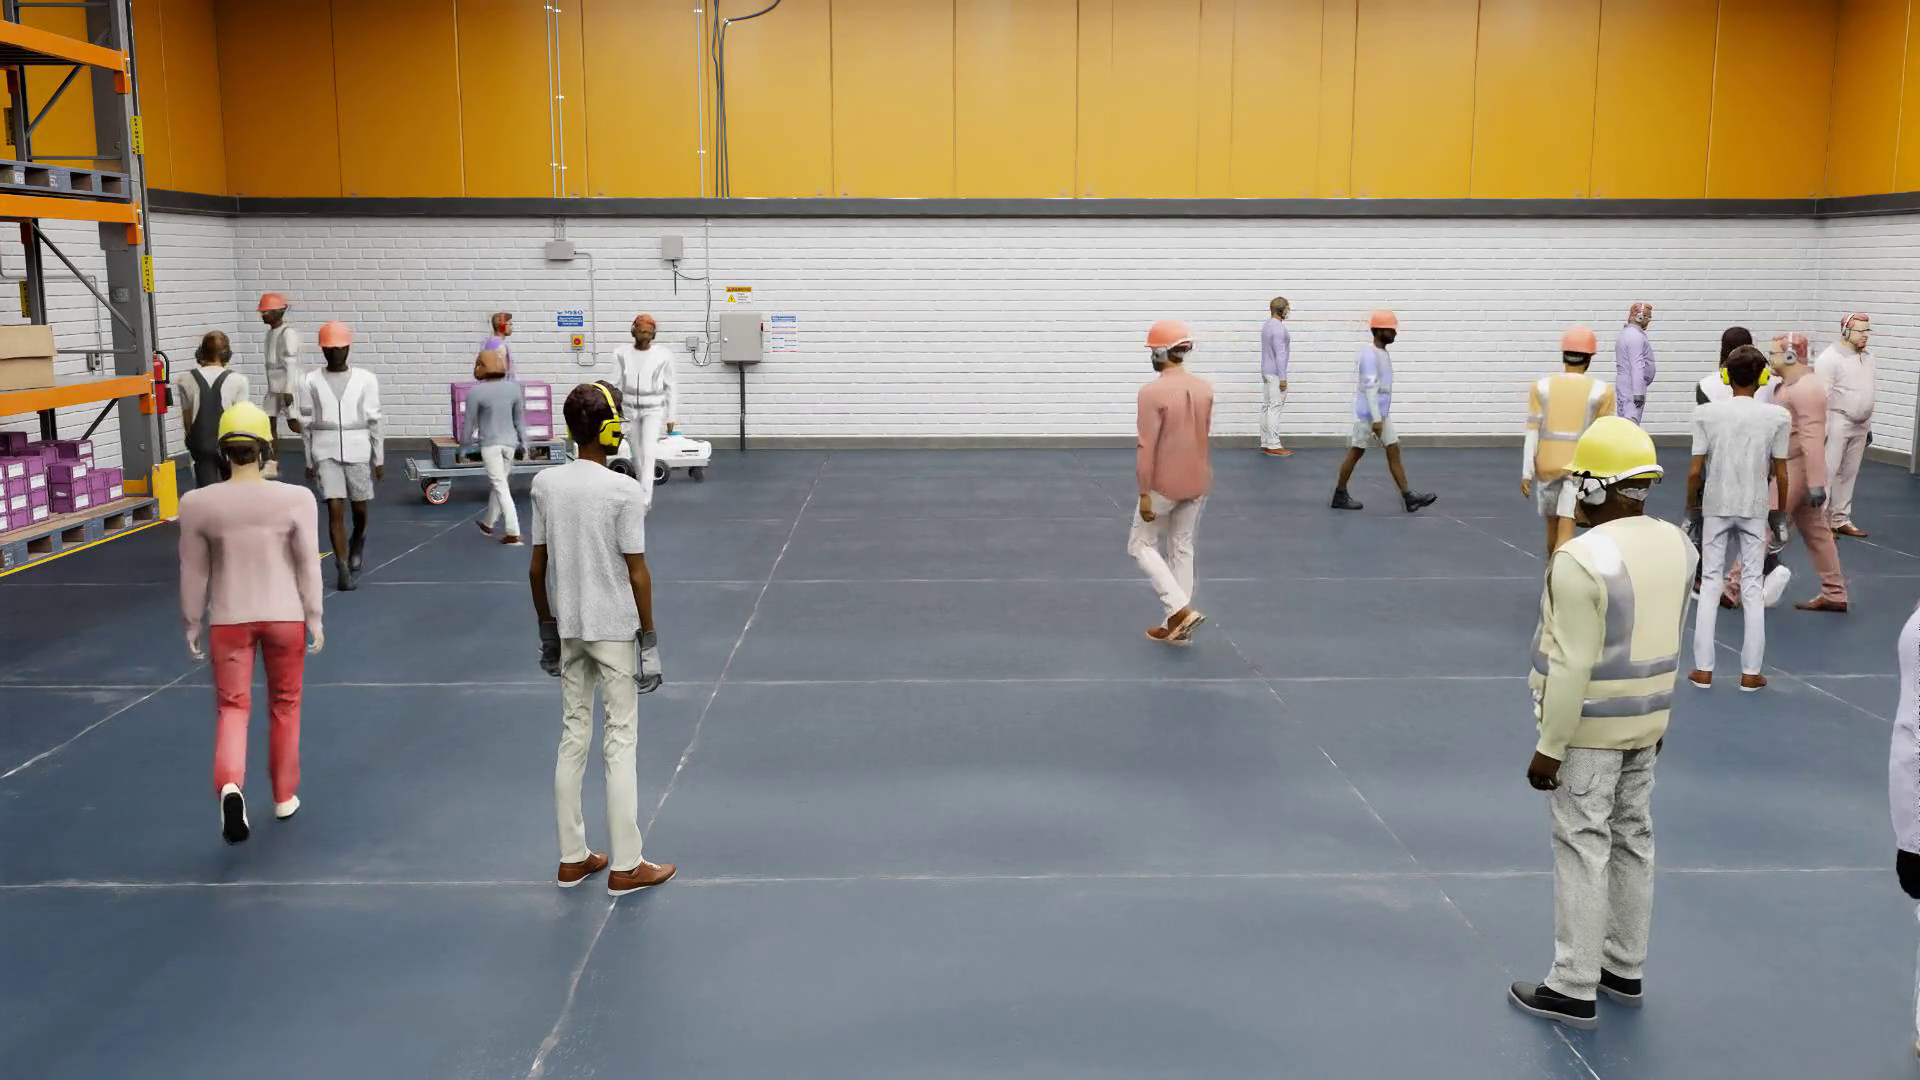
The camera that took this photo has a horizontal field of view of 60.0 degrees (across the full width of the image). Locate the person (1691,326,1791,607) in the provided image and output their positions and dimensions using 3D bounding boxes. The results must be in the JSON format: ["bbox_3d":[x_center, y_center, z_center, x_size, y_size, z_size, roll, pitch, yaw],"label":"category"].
[{"bbox_3d":[5.215,-0.478,11.120,0.598,1.894,0.779,-2,10,-13],"label":"person"}]

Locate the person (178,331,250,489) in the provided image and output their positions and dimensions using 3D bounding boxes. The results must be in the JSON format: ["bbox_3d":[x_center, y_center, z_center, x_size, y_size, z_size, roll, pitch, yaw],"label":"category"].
[{"bbox_3d":[-5.523,-0.654,12.445,0.495,1.795,0.913,-2,10,-14],"label":"person"}]

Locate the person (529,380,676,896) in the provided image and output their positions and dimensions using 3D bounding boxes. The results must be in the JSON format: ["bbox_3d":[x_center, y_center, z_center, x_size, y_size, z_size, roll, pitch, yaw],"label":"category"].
[{"bbox_3d":[-1.313,0.360,6.057,0.538,1.860,0.313,4,10,25],"label":"person"}]

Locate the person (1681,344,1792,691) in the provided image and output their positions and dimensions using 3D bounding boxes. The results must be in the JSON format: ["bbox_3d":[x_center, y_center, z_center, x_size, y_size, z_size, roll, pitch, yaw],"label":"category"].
[{"bbox_3d":[4.176,-0.117,8.969,0.535,1.864,0.309,4,10,24],"label":"person"}]

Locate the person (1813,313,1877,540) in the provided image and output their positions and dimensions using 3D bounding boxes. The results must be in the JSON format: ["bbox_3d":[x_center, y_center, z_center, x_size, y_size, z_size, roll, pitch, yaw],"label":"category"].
[{"bbox_3d":[7.448,-0.952,13.989,0.640,1.902,0.402,-5,10,-26],"label":"person"}]

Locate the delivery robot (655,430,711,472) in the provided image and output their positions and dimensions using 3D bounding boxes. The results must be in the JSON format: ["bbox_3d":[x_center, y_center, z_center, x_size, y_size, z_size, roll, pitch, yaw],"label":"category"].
[{"bbox_3d":[-3.007,-0.930,17.671,0.707,0.478,0.477,-3,10,-16],"label":"delivery robot"}]

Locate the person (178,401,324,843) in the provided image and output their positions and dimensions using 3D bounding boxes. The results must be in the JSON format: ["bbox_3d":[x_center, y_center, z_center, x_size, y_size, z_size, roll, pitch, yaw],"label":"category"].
[{"bbox_3d":[-2.806,0.329,6.604,0.530,1.750,0.679,-3,10,-16],"label":"person"}]

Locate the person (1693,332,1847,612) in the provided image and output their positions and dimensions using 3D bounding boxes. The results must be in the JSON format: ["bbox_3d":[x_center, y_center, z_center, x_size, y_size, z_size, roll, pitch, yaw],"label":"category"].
[{"bbox_3d":[5.423,-0.439,10.987,1.002,1.846,0.670,4,10,23],"label":"person"}]

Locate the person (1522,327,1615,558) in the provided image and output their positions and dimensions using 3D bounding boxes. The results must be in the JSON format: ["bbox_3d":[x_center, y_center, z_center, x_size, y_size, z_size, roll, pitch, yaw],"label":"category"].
[{"bbox_3d":[4.080,-0.478,11.159,0.555,1.875,1.014,6,11,30],"label":"person"}]

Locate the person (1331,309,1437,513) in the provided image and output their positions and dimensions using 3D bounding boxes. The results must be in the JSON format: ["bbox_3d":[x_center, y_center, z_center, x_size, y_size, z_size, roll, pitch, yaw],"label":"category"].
[{"bbox_3d":[3.926,-1.186,15.440,1.004,1.884,0.567,6,11,34],"label":"person"}]

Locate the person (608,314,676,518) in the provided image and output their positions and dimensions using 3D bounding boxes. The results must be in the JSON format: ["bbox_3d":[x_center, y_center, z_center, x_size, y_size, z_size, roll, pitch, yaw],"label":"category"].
[{"bbox_3d":[-2.938,-1.118,15.160,0.614,1.835,0.932,1,9,7],"label":"person"}]

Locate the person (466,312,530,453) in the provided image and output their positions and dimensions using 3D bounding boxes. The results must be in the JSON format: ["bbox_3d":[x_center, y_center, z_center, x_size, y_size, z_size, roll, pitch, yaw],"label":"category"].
[{"bbox_3d":[-5.097,-1.608,18.319,0.946,1.805,0.586,-5,11,-29],"label":"person"}]

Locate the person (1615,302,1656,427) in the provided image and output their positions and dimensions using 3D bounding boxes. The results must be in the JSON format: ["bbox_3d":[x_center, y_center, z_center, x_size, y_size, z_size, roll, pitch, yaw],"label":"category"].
[{"bbox_3d":[7.370,-1.636,18.176,0.409,1.903,0.638,1,9,7],"label":"person"}]

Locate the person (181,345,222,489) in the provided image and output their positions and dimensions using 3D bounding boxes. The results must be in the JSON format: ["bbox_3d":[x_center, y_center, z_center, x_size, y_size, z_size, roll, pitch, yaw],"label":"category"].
[{"bbox_3d":[-6.491,-0.899,14.489,0.531,1.625,0.373,-2,10,-14],"label":"person"}]

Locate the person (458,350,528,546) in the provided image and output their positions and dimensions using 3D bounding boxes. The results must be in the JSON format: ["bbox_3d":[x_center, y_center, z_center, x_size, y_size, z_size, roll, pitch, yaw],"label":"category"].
[{"bbox_3d":[-3.899,-0.768,13.759,0.831,1.587,0.530,8,12,40],"label":"person"}]

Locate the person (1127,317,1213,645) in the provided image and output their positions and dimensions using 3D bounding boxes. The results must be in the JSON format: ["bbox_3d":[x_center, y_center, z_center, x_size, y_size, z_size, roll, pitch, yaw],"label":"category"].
[{"bbox_3d":[1.276,-0.328,9.912,0.630,1.981,0.495,-7,12,-36],"label":"person"}]

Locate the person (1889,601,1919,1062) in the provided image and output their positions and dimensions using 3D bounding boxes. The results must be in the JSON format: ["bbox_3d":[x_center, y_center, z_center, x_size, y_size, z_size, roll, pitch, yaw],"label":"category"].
[{"bbox_3d":[2.655,0.719,4.153,0.635,1.788,0.984,4,10,24],"label":"person"}]

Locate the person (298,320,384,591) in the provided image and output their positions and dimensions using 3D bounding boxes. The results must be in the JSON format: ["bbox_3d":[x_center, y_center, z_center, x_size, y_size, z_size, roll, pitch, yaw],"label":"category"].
[{"bbox_3d":[-4.446,-0.629,11.981,0.548,1.914,0.841,-4,10,-22],"label":"person"}]

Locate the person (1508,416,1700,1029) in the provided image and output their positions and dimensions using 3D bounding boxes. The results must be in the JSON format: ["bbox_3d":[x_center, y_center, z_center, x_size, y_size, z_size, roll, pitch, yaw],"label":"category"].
[{"bbox_3d":[1.922,0.545,5.008,0.600,1.831,0.404,-7,11,-35],"label":"person"}]

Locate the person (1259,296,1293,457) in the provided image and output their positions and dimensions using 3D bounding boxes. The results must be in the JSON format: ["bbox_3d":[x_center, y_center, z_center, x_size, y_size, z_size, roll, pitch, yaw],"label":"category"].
[{"bbox_3d":[3.837,-1.983,20.184,0.372,1.940,0.632,-1,9,-6],"label":"person"}]

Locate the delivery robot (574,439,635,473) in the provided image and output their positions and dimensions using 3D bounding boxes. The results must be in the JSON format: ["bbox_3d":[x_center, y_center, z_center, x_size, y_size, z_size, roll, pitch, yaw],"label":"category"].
[{"bbox_3d":[-3.747,-0.941,17.741,0.707,0.478,0.477,2,9,14],"label":"delivery robot"}]

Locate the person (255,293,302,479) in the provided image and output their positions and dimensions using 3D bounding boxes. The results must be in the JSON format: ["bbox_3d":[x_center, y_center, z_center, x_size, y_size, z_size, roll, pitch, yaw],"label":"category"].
[{"bbox_3d":[-7.297,-1.677,18.097,0.616,2.020,0.894,8,12,40],"label":"person"}]
